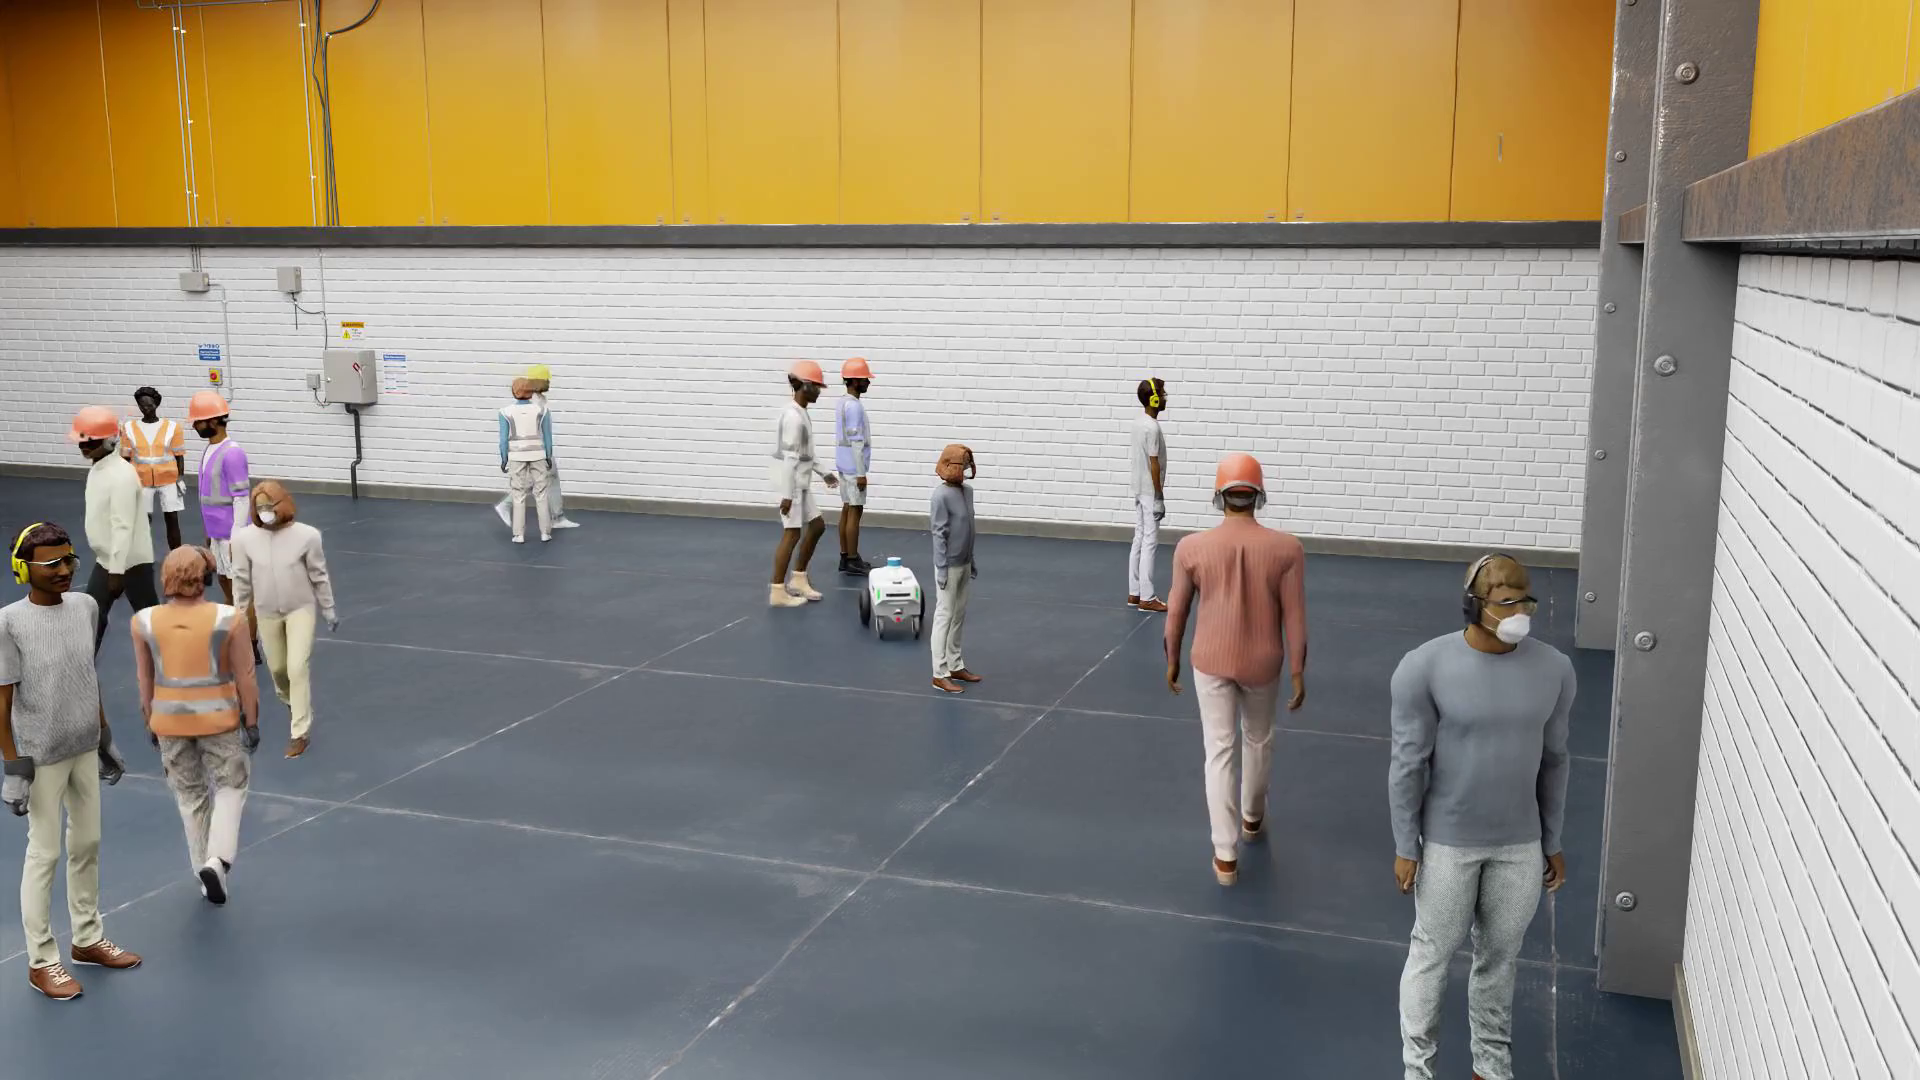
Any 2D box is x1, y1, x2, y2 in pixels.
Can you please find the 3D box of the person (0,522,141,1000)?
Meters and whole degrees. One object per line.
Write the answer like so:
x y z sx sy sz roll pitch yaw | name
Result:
-3.525 0.846 6.541 0.313 1.869 0.539 3 11 18 | person

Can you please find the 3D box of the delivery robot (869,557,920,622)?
-0.500 0.376 12.624 0.477 0.478 0.707 -1 10 -7 | delivery robot

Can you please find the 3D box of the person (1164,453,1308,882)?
1.299 0.556 7.914 0.657 1.951 0.949 1 10 7 | person

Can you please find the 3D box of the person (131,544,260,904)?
-3.349 0.836 7.299 0.512 1.621 0.521 -2 10 -10 | person

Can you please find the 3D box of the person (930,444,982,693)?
-0.029 0.176 10.977 0.278 1.633 0.507 5 11 25 | person

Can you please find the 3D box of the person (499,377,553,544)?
-4.252 -0.776 16.321 0.514 1.640 0.310 -4 11 -19 | person

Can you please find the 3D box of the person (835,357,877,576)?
-0.922 -0.649 14.764 0.356 1.938 0.543 -3 11 -17 | person

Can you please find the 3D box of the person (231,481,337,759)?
-3.947 0.413 9.749 0.541 1.593 0.760 -2 10 -10 | person

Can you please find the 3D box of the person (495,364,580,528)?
-4.389 -0.957 17.134 0.786 1.715 0.495 -3 10 -15 | person

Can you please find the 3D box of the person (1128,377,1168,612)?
1.534 -0.364 13.341 0.329 1.877 0.508 -2 10 -13 | person

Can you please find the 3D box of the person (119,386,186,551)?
-7.086 -0.505 14.634 0.535 1.697 0.318 -4 11 -22 | person

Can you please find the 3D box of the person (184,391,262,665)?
-5.095 -0.064 11.492 0.375 1.931 0.542 -9 13 -41 | person

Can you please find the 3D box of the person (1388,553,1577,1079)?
1.718 0.996 5.499 0.631 1.939 0.372 -2 10 -10 | person

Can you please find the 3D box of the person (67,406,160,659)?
-5.317 0.136 10.336 1.031 1.934 0.640 -9 14 -43 | person

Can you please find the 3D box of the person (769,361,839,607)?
-1.303 -0.454 13.560 0.609 1.999 0.642 0 10 -2 | person
